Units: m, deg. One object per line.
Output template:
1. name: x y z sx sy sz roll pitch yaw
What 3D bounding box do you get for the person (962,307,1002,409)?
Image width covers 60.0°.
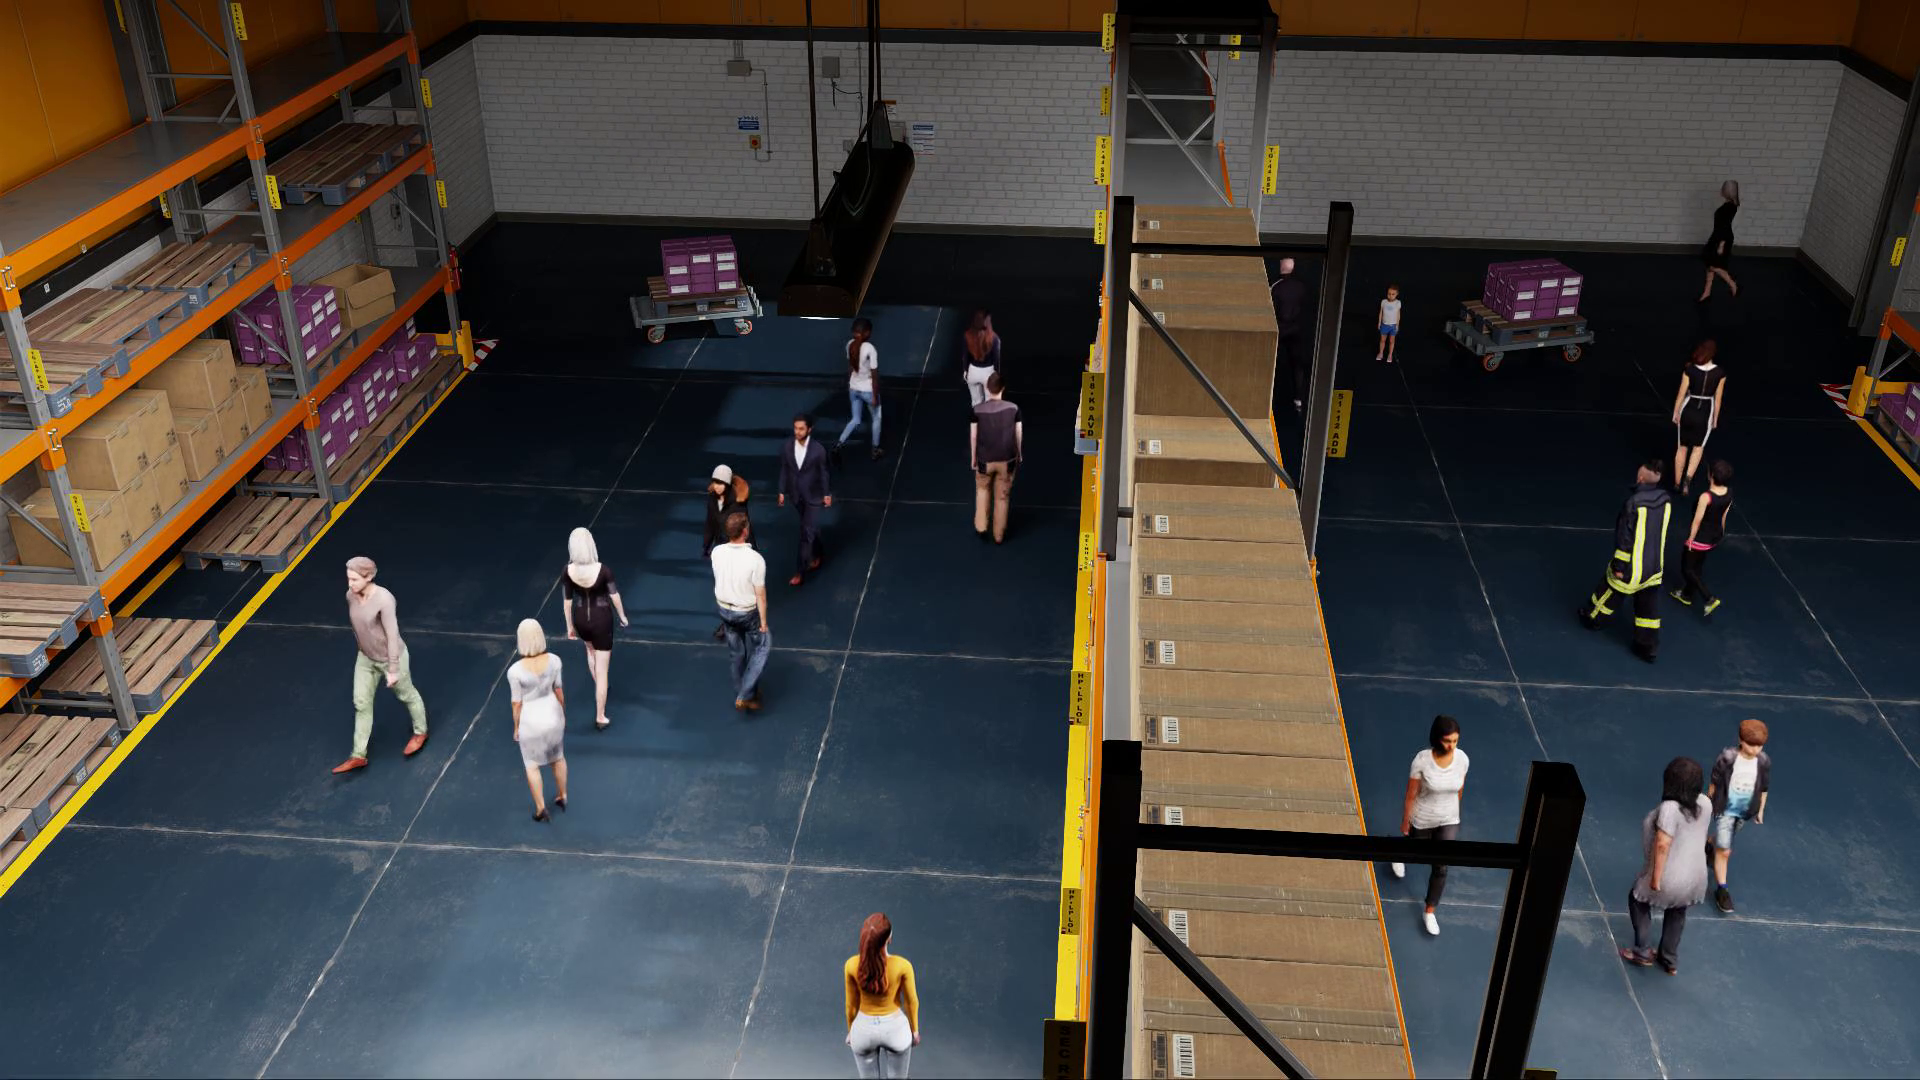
1. person: 0.232 -1.816 18.595 0.654 1.596 0.792 7 29 12

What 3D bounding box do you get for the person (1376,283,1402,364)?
1. person: 5.400 -2.736 20.885 0.458 1.019 0.480 11 31 20

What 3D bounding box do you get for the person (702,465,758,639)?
1. person: -2.031 0.032 15.189 0.872 1.614 0.975 19 34 31

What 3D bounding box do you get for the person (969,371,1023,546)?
1. person: 0.351 -0.771 16.436 0.666 1.829 0.639 2 29 3

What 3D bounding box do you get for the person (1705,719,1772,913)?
1. person: 5.568 1.889 11.996 0.575 1.411 0.953 1 29 2

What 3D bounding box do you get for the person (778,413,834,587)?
1. person: -1.431 -0.464 16.006 0.885 1.701 1.102 13 31 22

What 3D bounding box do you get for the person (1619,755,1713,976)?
1. person: 4.828 2.248 11.171 0.802 1.572 0.852 -13 31 -23

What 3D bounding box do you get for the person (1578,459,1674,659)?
1. person: 6.034 0.193 14.676 1.064 1.823 1.268 -10 30 -18

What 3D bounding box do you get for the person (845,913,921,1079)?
1. person: -0.466 2.900 9.791 0.603 1.749 0.540 0 29 1

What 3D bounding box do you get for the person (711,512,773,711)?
1. person: -1.880 0.656 13.808 0.766 1.840 0.812 12 31 21

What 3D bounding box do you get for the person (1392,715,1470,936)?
1. person: 3.297 1.913 11.739 0.672 1.615 1.093 -1 29 -2

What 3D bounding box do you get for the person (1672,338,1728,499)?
1. person: 7.646 -1.210 17.288 0.701 1.784 0.796 10 30 18

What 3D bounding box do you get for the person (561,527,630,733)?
1. person: -3.020 0.775 13.627 0.608 1.806 0.881 3 29 5

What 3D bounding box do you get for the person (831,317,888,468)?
1. person: -1.103 -1.573 18.046 0.936 1.696 1.106 21 35 33

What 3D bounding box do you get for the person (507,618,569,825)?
1. person: -3.151 1.384 12.572 0.674 1.747 0.722 -19 34 -31

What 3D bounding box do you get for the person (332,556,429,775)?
1. person: -4.553 0.916 13.331 0.968 1.841 1.203 13 31 22

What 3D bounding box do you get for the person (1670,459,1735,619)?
1. person: 6.909 0.000 15.332 0.787 1.533 0.961 -11 30 -19

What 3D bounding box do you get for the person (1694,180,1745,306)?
1. person: 10.331 -3.977 22.411 0.759 1.736 0.849 9 30 16
